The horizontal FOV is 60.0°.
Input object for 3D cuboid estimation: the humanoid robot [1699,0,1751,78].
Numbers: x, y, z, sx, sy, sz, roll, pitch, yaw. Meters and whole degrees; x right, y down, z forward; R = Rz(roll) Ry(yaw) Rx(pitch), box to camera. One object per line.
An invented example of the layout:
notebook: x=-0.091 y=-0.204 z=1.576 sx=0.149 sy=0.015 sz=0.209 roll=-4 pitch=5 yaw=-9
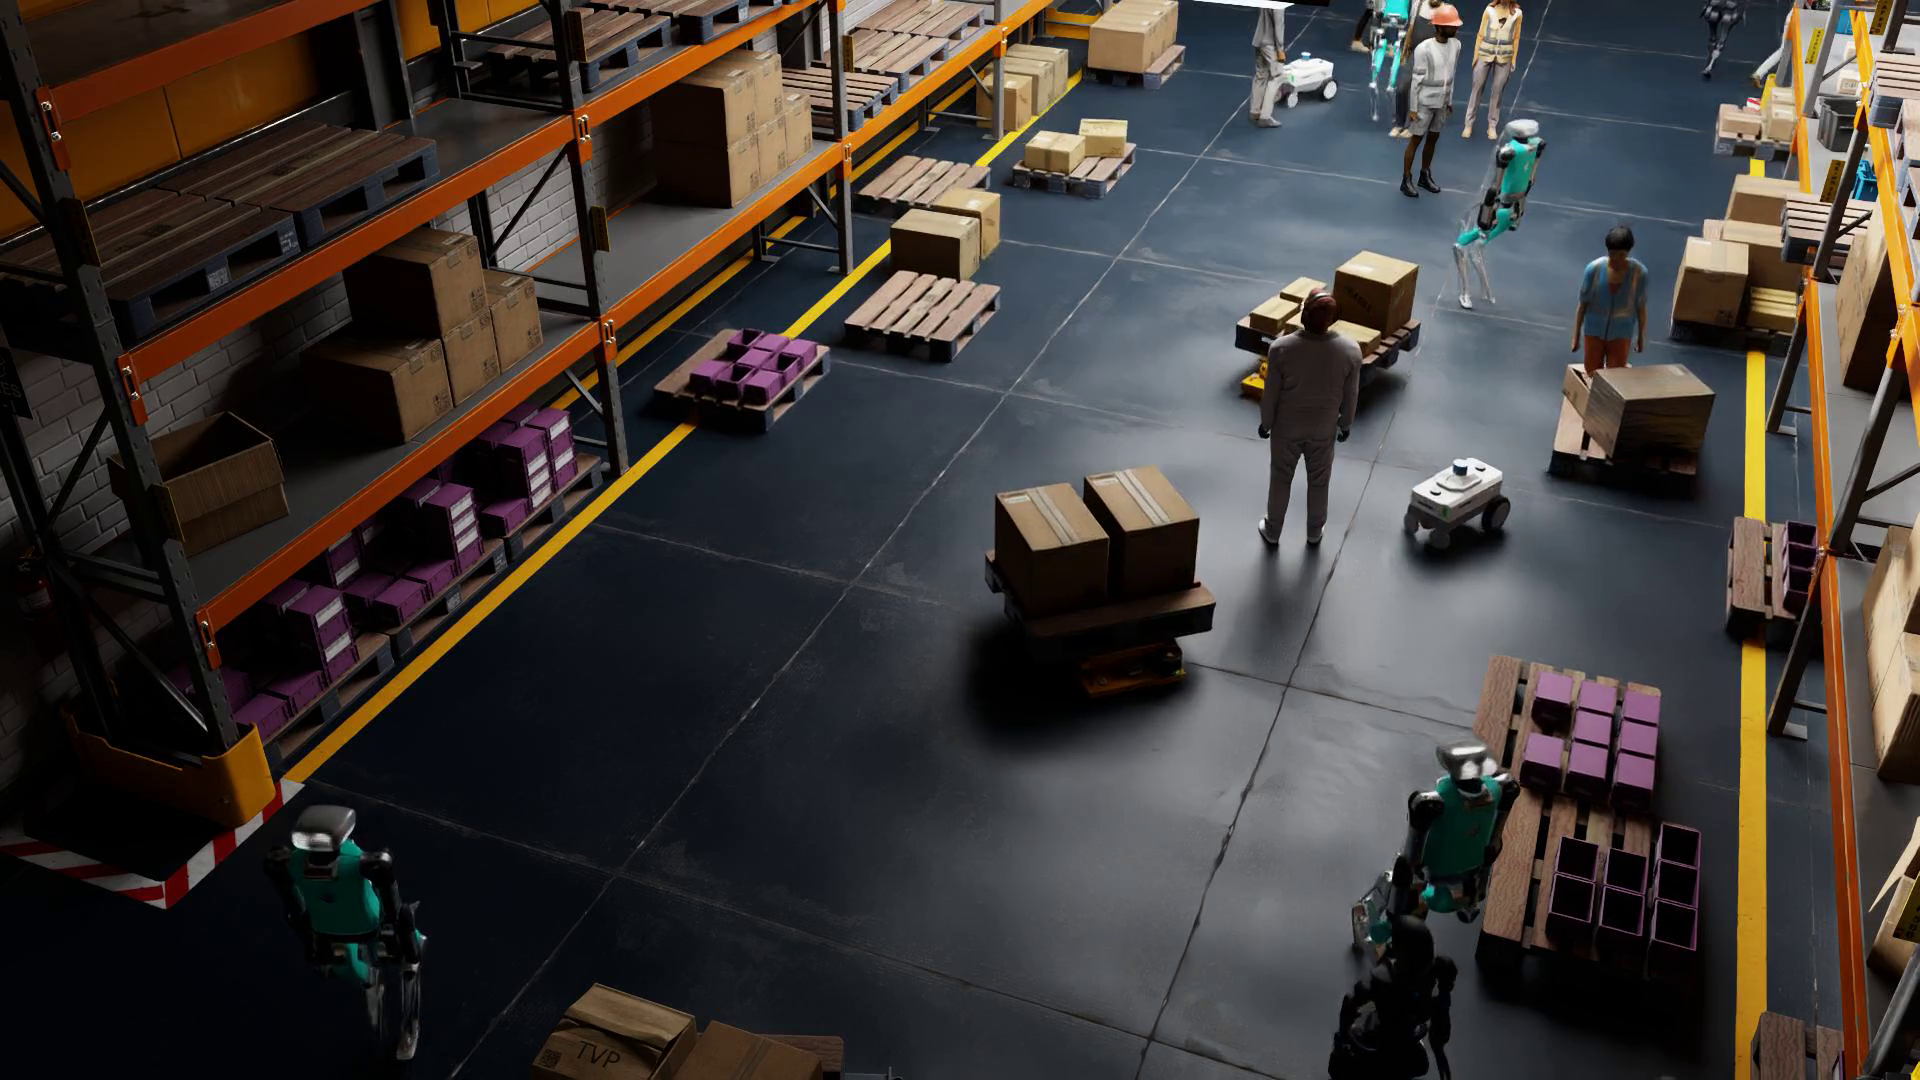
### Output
humanoid robot: x=9.377 y=-6.530 z=20.431 sx=0.585 sy=1.639 sz=0.688 roll=24 pitch=40 yaw=32

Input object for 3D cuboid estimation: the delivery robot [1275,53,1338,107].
delivery robot: x=4.127 y=-5.510 z=19.874 sx=0.790 sy=0.614 sz=0.499 roll=-20 pitch=38 yaw=-28

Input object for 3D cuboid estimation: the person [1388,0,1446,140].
person: x=5.054 y=-5.276 z=18.337 sx=0.588 sy=1.808 sz=0.550 roll=25 pitch=40 yaw=33

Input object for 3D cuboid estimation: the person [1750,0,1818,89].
person: x=9.942 y=-6.127 z=19.814 sx=0.735 sy=1.630 sz=0.441 roll=-4 pitch=33 yaw=-6

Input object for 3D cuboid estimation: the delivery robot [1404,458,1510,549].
delivery robot: x=3.511 y=-0.304 z=11.776 sx=0.742 sy=0.570 sz=0.499 roll=-25 pitch=40 yaw=-33

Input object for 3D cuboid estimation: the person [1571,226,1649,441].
person: x=4.925 y=-1.566 z=12.653 sx=0.537 sy=1.742 sz=0.403 roll=15 pitch=36 yaw=21

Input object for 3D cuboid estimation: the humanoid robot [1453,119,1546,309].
humanoid robot: x=4.677 y=-2.916 z=14.738 sx=0.537 sy=1.761 sz=0.716 roll=-20 pitch=38 yaw=-28

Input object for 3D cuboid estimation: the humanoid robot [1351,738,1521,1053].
humanoid robot: x=2.115 y=1.517 z=7.916 sx=0.557 sy=1.787 sz=0.940 roll=-11 pitch=34 yaw=-16

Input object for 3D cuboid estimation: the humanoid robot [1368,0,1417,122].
humanoid robot: x=4.860 y=-5.585 z=18.905 sx=0.530 sy=1.823 sz=0.664 roll=14 pitch=36 yaw=21

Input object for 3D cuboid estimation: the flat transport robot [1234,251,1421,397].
flat transport robot: x=2.996 y=-1.491 z=13.899 sx=0.659 sy=0.231 sz=1.431 roll=23 pitch=39 yaw=31

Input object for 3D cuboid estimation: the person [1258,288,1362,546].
person: x=2.359 y=-0.824 z=11.355 sx=0.650 sy=1.911 sz=0.413 roll=1 pitch=33 yaw=2

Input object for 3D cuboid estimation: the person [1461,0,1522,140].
person: x=5.935 y=-5.336 z=18.464 sx=0.468 sy=1.772 sz=0.322 roll=8 pitch=34 yaw=11

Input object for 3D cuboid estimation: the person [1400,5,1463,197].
person: x=4.831 y=-4.480 z=16.985 sx=0.550 sy=1.940 sz=0.343 roll=-15 pitch=36 yaw=-22

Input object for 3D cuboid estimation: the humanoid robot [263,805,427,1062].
humanoid robot: x=-2.652 y=1.766 z=7.551 sx=0.531 sy=1.825 sz=0.780 roll=0 pitch=33 yaw=0

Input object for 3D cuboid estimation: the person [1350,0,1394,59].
person: x=5.413 y=-6.968 z=21.089 sx=0.823 sy=1.655 sz=0.543 roll=15 pitch=36 yaw=22

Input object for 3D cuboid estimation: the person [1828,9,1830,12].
person: x=12.392 y=-8.005 z=22.683 sx=0.551 sy=1.664 sz=0.467 roll=9 pitch=34 yaw=14

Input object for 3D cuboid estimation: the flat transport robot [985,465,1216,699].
flat transport robot: x=0.882 y=0.501 z=10.817 sx=0.659 sy=0.231 sz=1.431 roll=-10 pitch=34 yaw=-15

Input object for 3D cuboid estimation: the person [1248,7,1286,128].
person: x=3.479 y=-5.609 z=18.782 sx=0.418 sy=1.887 sz=0.566 roll=-11 pitch=34 yaw=-16

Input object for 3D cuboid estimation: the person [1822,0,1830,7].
person: x=12.553 y=-8.178 z=22.930 sx=0.901 sy=1.700 sz=0.555 roll=-3 pitch=33 yaw=-5

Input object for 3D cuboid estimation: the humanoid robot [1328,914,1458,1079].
humanoid robot: x=1.791 y=2.180 z=6.950 sx=0.609 sy=1.650 sz=0.616 roll=-12 pitch=35 yaw=-18
